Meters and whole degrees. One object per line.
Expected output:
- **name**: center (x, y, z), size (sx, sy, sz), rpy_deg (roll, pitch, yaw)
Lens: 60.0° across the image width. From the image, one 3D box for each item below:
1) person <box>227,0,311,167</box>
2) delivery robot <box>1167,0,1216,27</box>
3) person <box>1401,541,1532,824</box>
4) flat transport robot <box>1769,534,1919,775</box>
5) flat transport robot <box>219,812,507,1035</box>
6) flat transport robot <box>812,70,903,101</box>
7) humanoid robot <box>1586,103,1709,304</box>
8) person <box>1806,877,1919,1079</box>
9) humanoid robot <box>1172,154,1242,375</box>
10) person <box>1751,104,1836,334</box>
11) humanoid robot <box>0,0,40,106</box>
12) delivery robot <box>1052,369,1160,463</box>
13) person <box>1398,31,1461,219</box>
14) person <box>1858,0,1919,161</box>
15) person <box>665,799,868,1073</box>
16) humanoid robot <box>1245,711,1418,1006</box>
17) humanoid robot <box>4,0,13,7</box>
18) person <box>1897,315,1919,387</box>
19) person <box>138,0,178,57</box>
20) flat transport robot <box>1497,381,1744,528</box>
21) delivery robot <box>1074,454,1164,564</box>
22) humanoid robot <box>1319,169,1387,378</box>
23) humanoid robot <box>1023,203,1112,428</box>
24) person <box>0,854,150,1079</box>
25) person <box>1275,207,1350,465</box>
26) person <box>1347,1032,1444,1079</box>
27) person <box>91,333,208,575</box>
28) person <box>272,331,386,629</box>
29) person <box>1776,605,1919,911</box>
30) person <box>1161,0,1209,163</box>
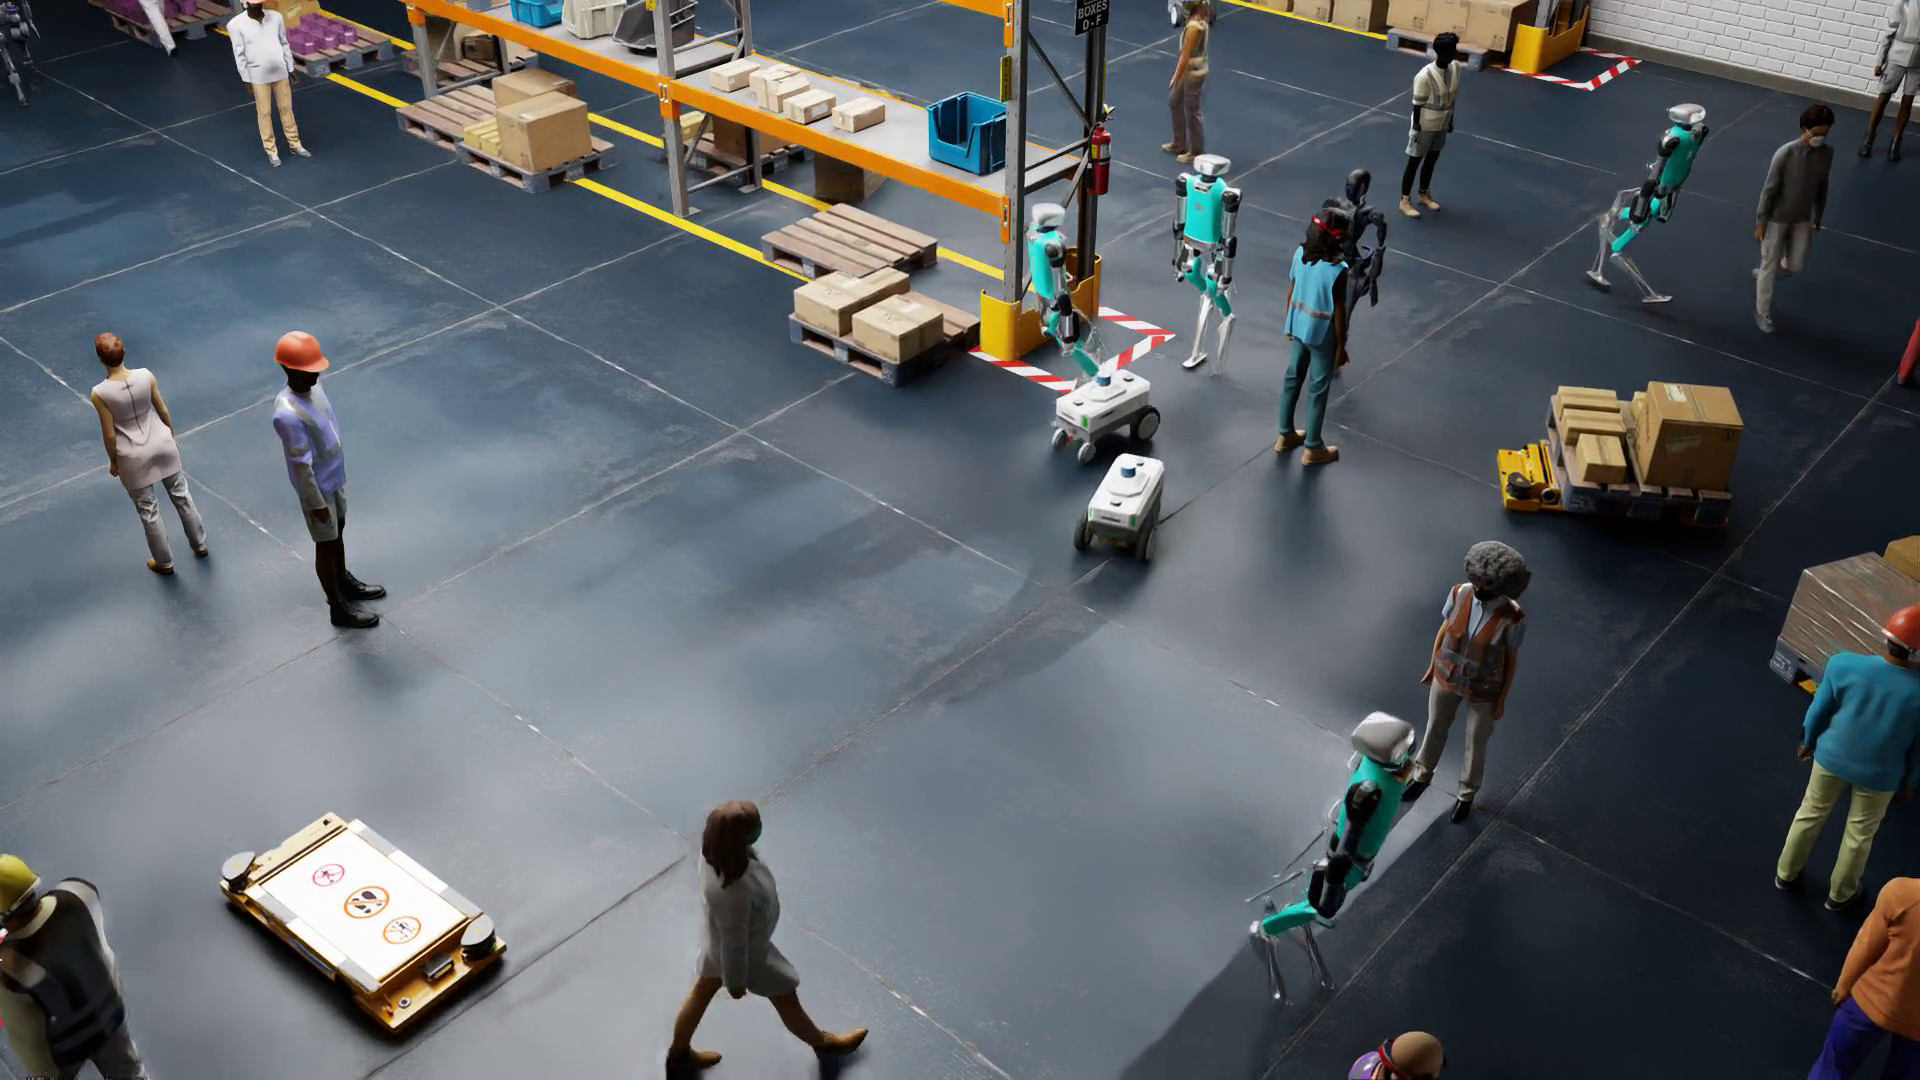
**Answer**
- **person**: center (-6.666, -4.508, 16.034), size (0.324, 1.751, 0.558), rpy_deg (28, 43, 34)
- **delivery robot**: center (2.747, -6.510, 19.976), size (0.499, 0.579, 0.750), rpy_deg (-6, 35, -9)
- **person**: center (2.597, 0.728, 8.504), size (0.445, 1.687, 0.314), rpy_deg (26, 42, 32)
- **flat transport robot**: center (5.393, 0.986, 9.381), size (0.659, 0.231, 1.431), rpy_deg (-12, 36, -17)
- **flat transport robot**: center (-2.951, 1.822, 8.170), size (1.431, 0.231, 0.659), rpy_deg (24, 41, 31)
- **flat transport robot**: center (-1.316, -4.639, 17.531), size (1.431, 0.231, 0.659), rpy_deg (24, 41, 30)
- **humanoid robot**: center (5.509, -2.760, 13.534), size (0.534, 1.732, 1.036), rpy_deg (-24, 41, -30)
- **person**: center (3.776, 1.850, 6.637), size (0.516, 1.975, 0.402), rpy_deg (17, 38, 24)
- **humanoid robot**: center (1.925, -2.083, 12.568), size (0.541, 1.830, 0.659), rpy_deg (25, 42, 32)
- **person**: center (6.514, -2.562, 13.106), size (0.574, 1.872, 0.544), rpy_deg (-3, 35, -4)
- **humanoid robot**: center (-10.045, -5.421, 17.481), size (0.583, 1.639, 0.789), rpy_deg (-17, 38, -22)
- **delivery robot**: center (1.025, -0.940, 11.905), size (0.769, 0.577, 0.499), rpy_deg (-27, 43, -33)
- **person**: center (4.247, -3.747, 14.988), size (0.533, 1.691, 0.319), rpy_deg (-22, 40, -29)
- **person**: center (9.155, -4.626, 16.060), size (0.546, 1.926, 0.388), rpy_deg (13, 37, 18)
- **person**: center (-0.912, 1.712, 7.146), size (0.915, 1.607, 0.489), rpy_deg (-11, 36, -16)
- **humanoid robot**: center (1.571, 1.437, 7.448), size (0.691, 1.796, 0.546), rpy_deg (21, 40, 27)
- **humanoid robot**: center (-11.626, -7.089, 19.839), size (0.530, 1.783, 1.015), rpy_deg (-15, 37, -21)
- **person**: center (7.380, -1.915, 12.284), size (0.514, 1.752, 0.370), rpy_deg (29, 44, 35)
- **person**: center (-9.172, -6.419, 18.717), size (0.651, 1.859, 0.994), rpy_deg (-28, 43, -34)
- **flat transport robot**: center (4.449, -0.389, 11.373), size (1.431, 0.231, 0.659), rpy_deg (6, 35, 8)
- **delivery robot**: center (1.080, -0.222, 10.896), size (0.499, 0.612, 0.801), rpy_deg (13, 37, 17)
- **humanoid robot**: center (2.878, -2.024, 12.508), size (0.612, 1.635, 0.514), rpy_deg (19, 39, 26)
- **humanoid robot**: center (0.814, -1.552, 11.776), size (0.707, 1.797, 0.555), rpy_deg (-12, 36, -16)
- **person**: center (-3.657, 1.908, 6.684), size (0.622, 1.810, 0.614), rpy_deg (8, 35, 11)
- **person**: center (2.435, -1.393, 11.420), size (0.392, 1.869, 0.527), rpy_deg (-22, 40, -29)
- **person**: center (1.526, 2.385, 6.107), size (0.348, 1.687, 0.492), rpy_deg (-9, 36, -13)
- **person**: center (-5.088, -0.544, 10.372), size (0.285, 1.661, 0.442), rpy_deg (25, 42, 31)
- **person**: center (-3.766, -0.363, 9.875), size (0.372, 1.932, 0.542), rpy_deg (-2, 35, -3)
- **person**: center (4.335, 1.041, 7.998), size (0.563, 1.747, 0.336), rpy_deg (27, 43, 34)
- **person**: center (2.162, -4.485, 16.002), size (0.574, 1.750, 0.464), rpy_deg (6, 35, 9)
